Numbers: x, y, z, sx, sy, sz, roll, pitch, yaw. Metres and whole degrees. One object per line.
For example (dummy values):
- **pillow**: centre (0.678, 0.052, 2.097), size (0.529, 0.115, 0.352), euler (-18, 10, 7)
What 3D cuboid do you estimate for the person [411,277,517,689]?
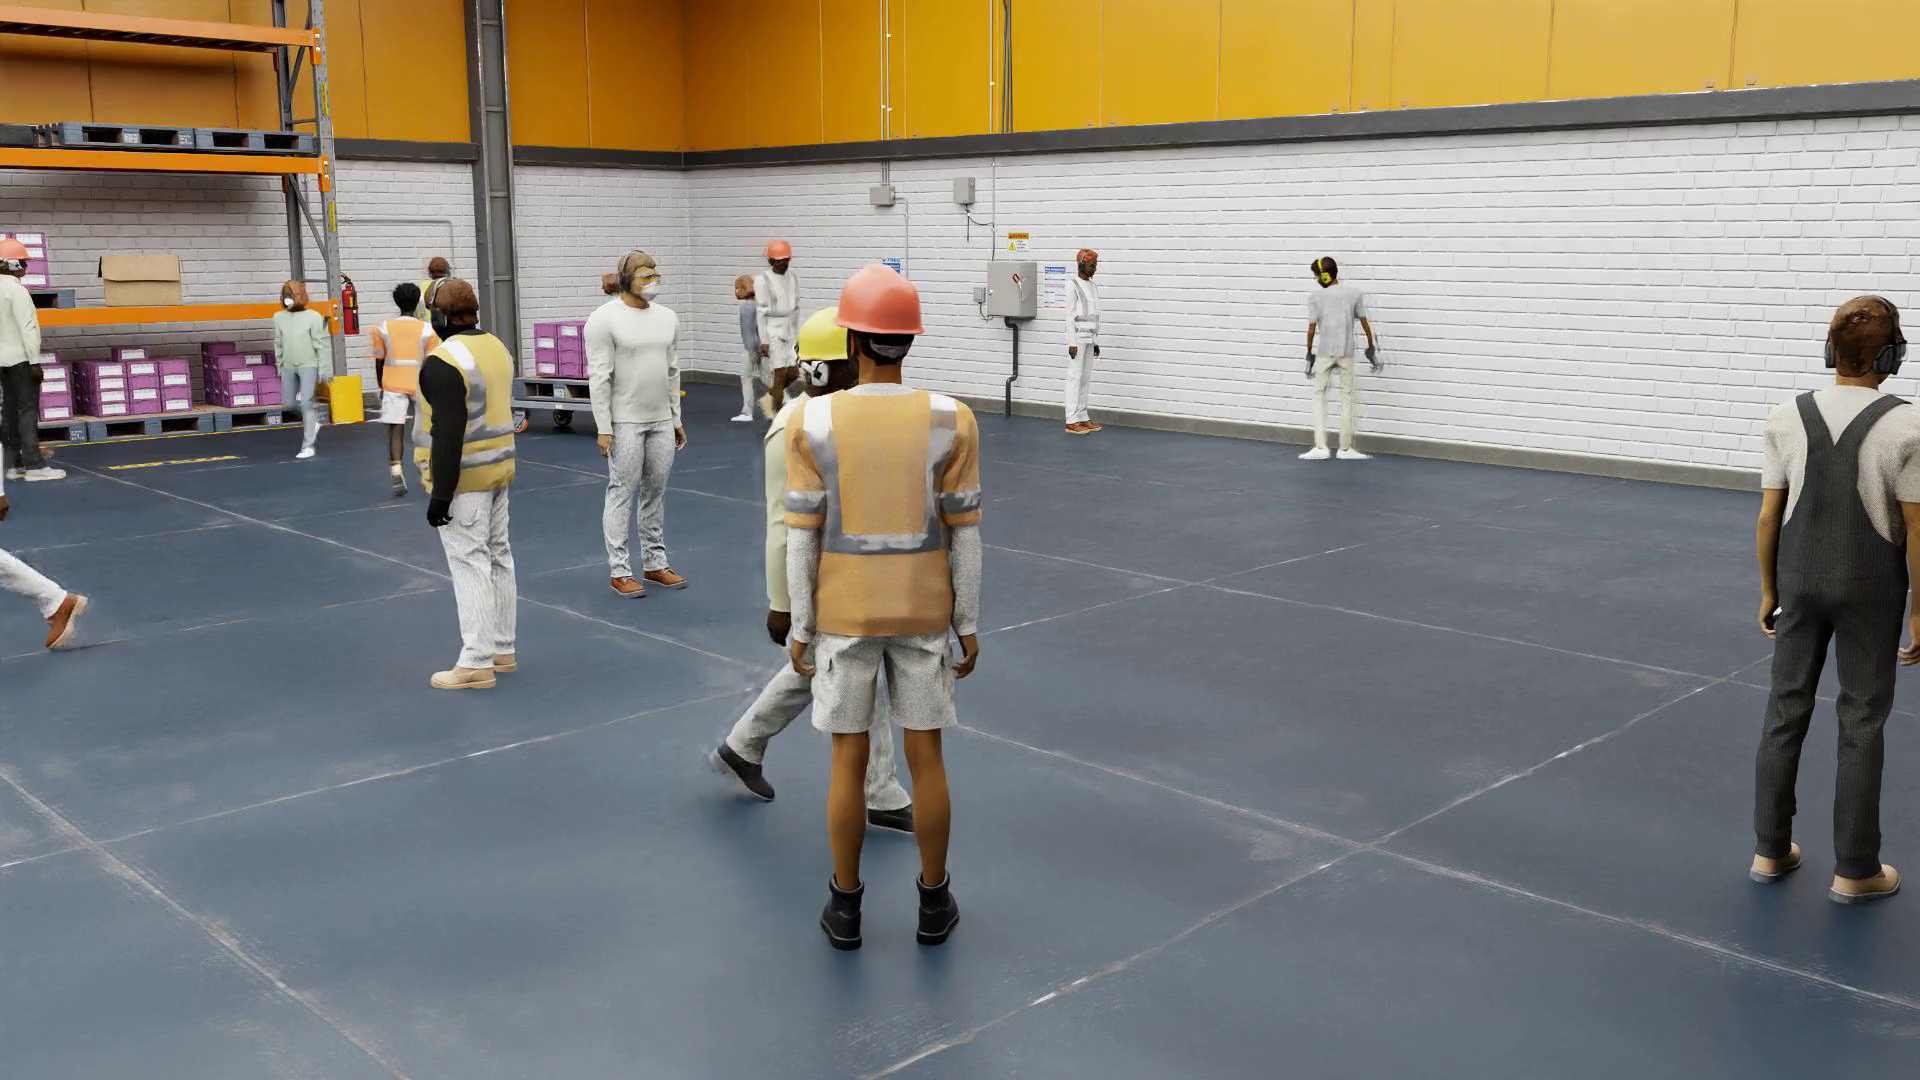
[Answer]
- **person**: centre (-2.223, -0.251, 7.469), size (0.430, 1.841, 0.624), euler (2, 11, 9)

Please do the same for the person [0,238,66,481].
- **person**: centre (-7.784, -1.486, 13.767), size (0.608, 1.997, 0.375), euler (7, 13, 34)

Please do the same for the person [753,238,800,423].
- **person**: centre (-1.905, -2.124, 17.264), size (0.615, 2.007, 0.621), euler (8, 13, 38)

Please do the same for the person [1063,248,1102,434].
- **person**: centre (1.265, -2.041, 17.095), size (0.356, 1.887, 0.573), euler (6, 12, 29)

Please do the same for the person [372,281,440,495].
- **person**: centre (-4.345, -1.198, 13.095), size (0.533, 1.668, 0.805), euler (-3, 11, -14)

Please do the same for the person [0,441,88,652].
- **person**: centre (-4.570, -0.298, 7.697), size (0.579, 1.858, 0.874), euler (9, 14, 42)

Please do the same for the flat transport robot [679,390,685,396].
- **flat transport robot**: centre (-4.171, -1.847, 20.443), size (1.431, 0.197, 0.652), euler (-7, 13, -35)

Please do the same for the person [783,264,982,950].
- **person**: centre (-0.216, 0.202, 4.707), size (0.551, 1.942, 0.340), euler (-1, 10, -5)

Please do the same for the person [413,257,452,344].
- **person**: centre (-5.219, -1.953, 16.833), size (0.630, 1.797, 0.949), euler (-2, 11, -11)

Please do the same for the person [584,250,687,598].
- **person**: centre (-1.808, -0.654, 9.394), size (0.369, 1.938, 0.631), euler (8, 13, 38)

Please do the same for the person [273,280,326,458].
- **person**: centre (-6.036, -1.574, 15.289), size (0.504, 1.621, 0.505), euler (2, 11, 9)

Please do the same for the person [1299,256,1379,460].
- **person**: centre (3.443, -1.627, 15.021), size (0.654, 1.839, 0.362), euler (2, 11, 10)

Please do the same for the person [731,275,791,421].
- **person**: centre (-2.145, -2.057, 17.960), size (0.737, 1.600, 0.520), euler (4, 11, 22)

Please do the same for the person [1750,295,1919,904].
- **person**: centre (2.685, 0.185, 5.072), size (0.345, 1.846, 0.507), euler (-9, 14, -41)

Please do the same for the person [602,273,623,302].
- **person**: centre (-3.702, -2.132, 18.353), size (0.617, 1.615, 0.522), euler (0, 10, 2)

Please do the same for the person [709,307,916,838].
- **person**: centre (-0.495, 0.098, 5.691), size (0.916, 1.794, 0.602), euler (3, 11, 18)

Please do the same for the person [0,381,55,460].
- **person**: centre (-8.458, -1.526, 14.364), size (0.610, 1.880, 1.101), euler (7, 12, 33)
